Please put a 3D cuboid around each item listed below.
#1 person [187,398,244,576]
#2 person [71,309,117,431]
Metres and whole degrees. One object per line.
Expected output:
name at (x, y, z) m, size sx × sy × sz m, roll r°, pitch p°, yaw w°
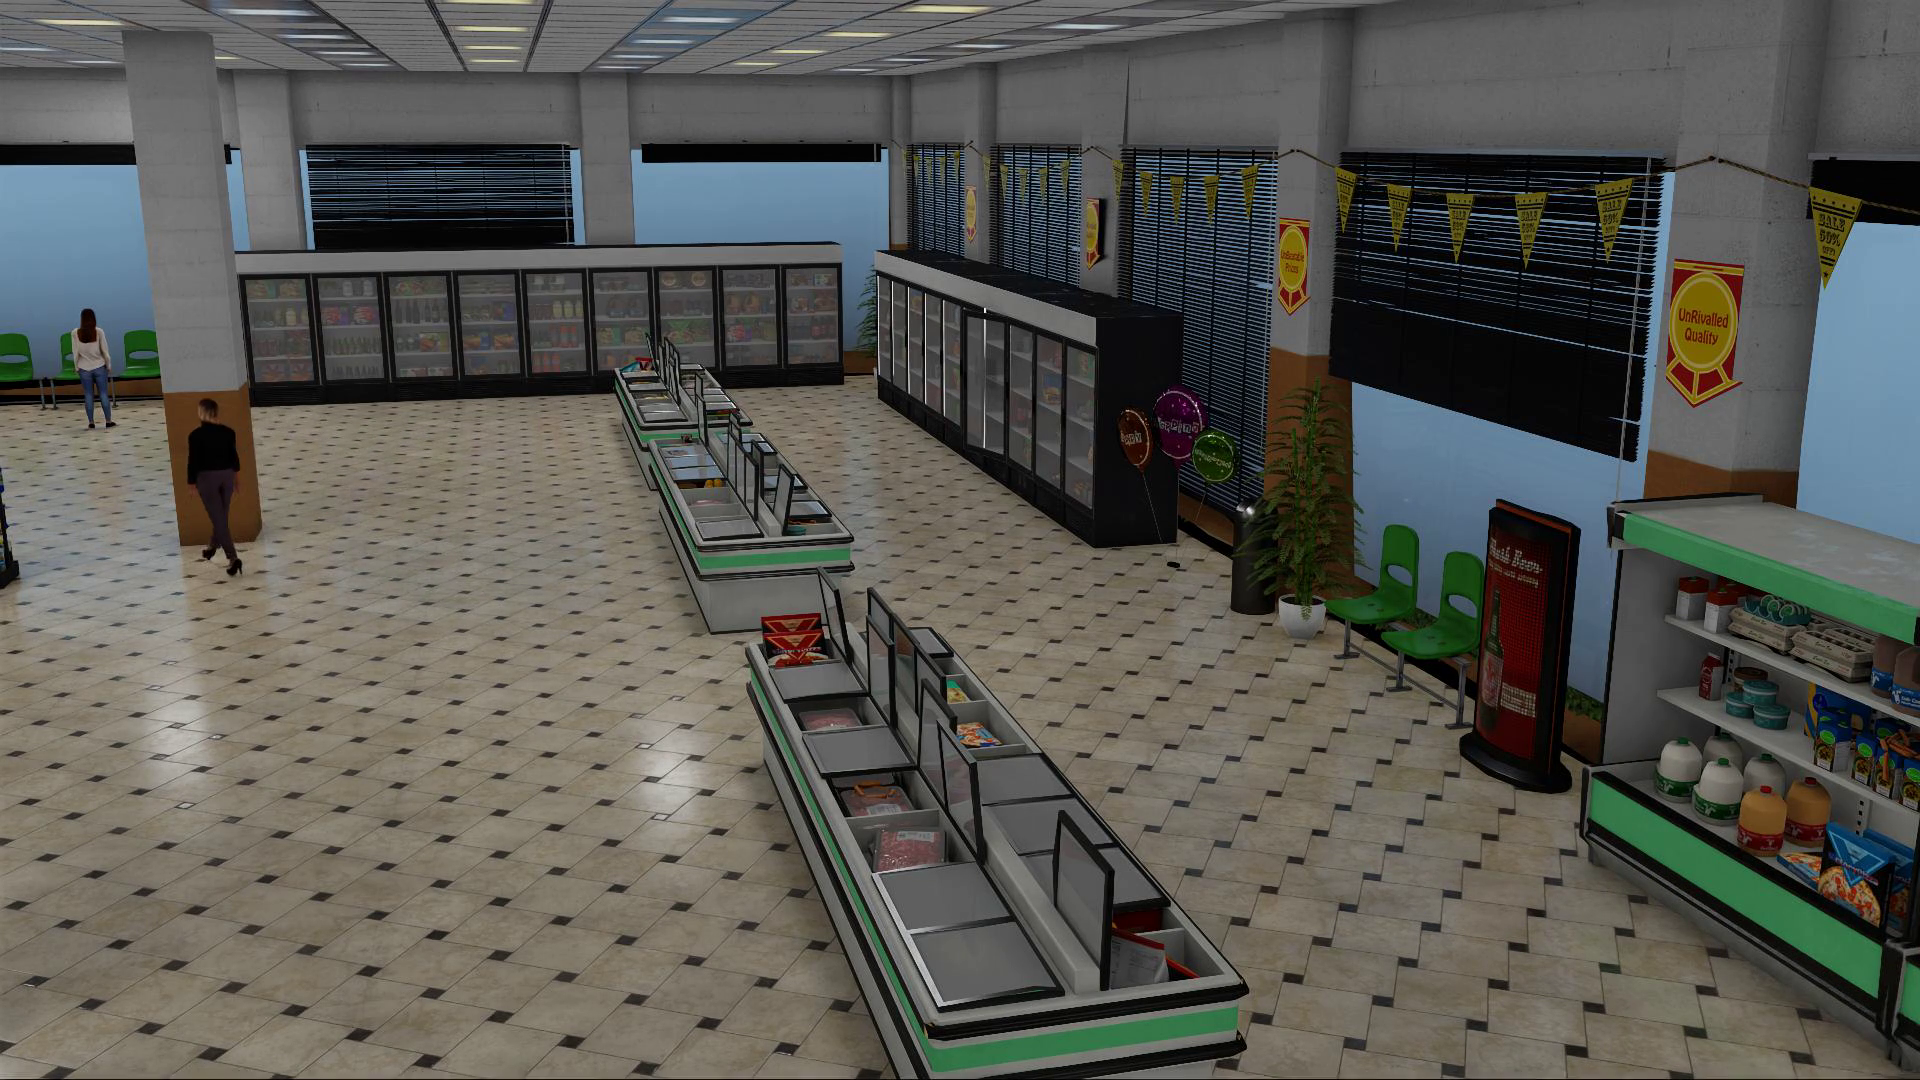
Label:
person at (-6.833, -0.461, 15.402) m, size 1.057 × 1.644 × 0.970 m, roll 9°, pitch 16°, yaw 33°
person at (-12.139, -2.396, 23.285) m, size 0.633 × 1.689 × 0.555 m, roll -5°, pitch 14°, yaw -19°
